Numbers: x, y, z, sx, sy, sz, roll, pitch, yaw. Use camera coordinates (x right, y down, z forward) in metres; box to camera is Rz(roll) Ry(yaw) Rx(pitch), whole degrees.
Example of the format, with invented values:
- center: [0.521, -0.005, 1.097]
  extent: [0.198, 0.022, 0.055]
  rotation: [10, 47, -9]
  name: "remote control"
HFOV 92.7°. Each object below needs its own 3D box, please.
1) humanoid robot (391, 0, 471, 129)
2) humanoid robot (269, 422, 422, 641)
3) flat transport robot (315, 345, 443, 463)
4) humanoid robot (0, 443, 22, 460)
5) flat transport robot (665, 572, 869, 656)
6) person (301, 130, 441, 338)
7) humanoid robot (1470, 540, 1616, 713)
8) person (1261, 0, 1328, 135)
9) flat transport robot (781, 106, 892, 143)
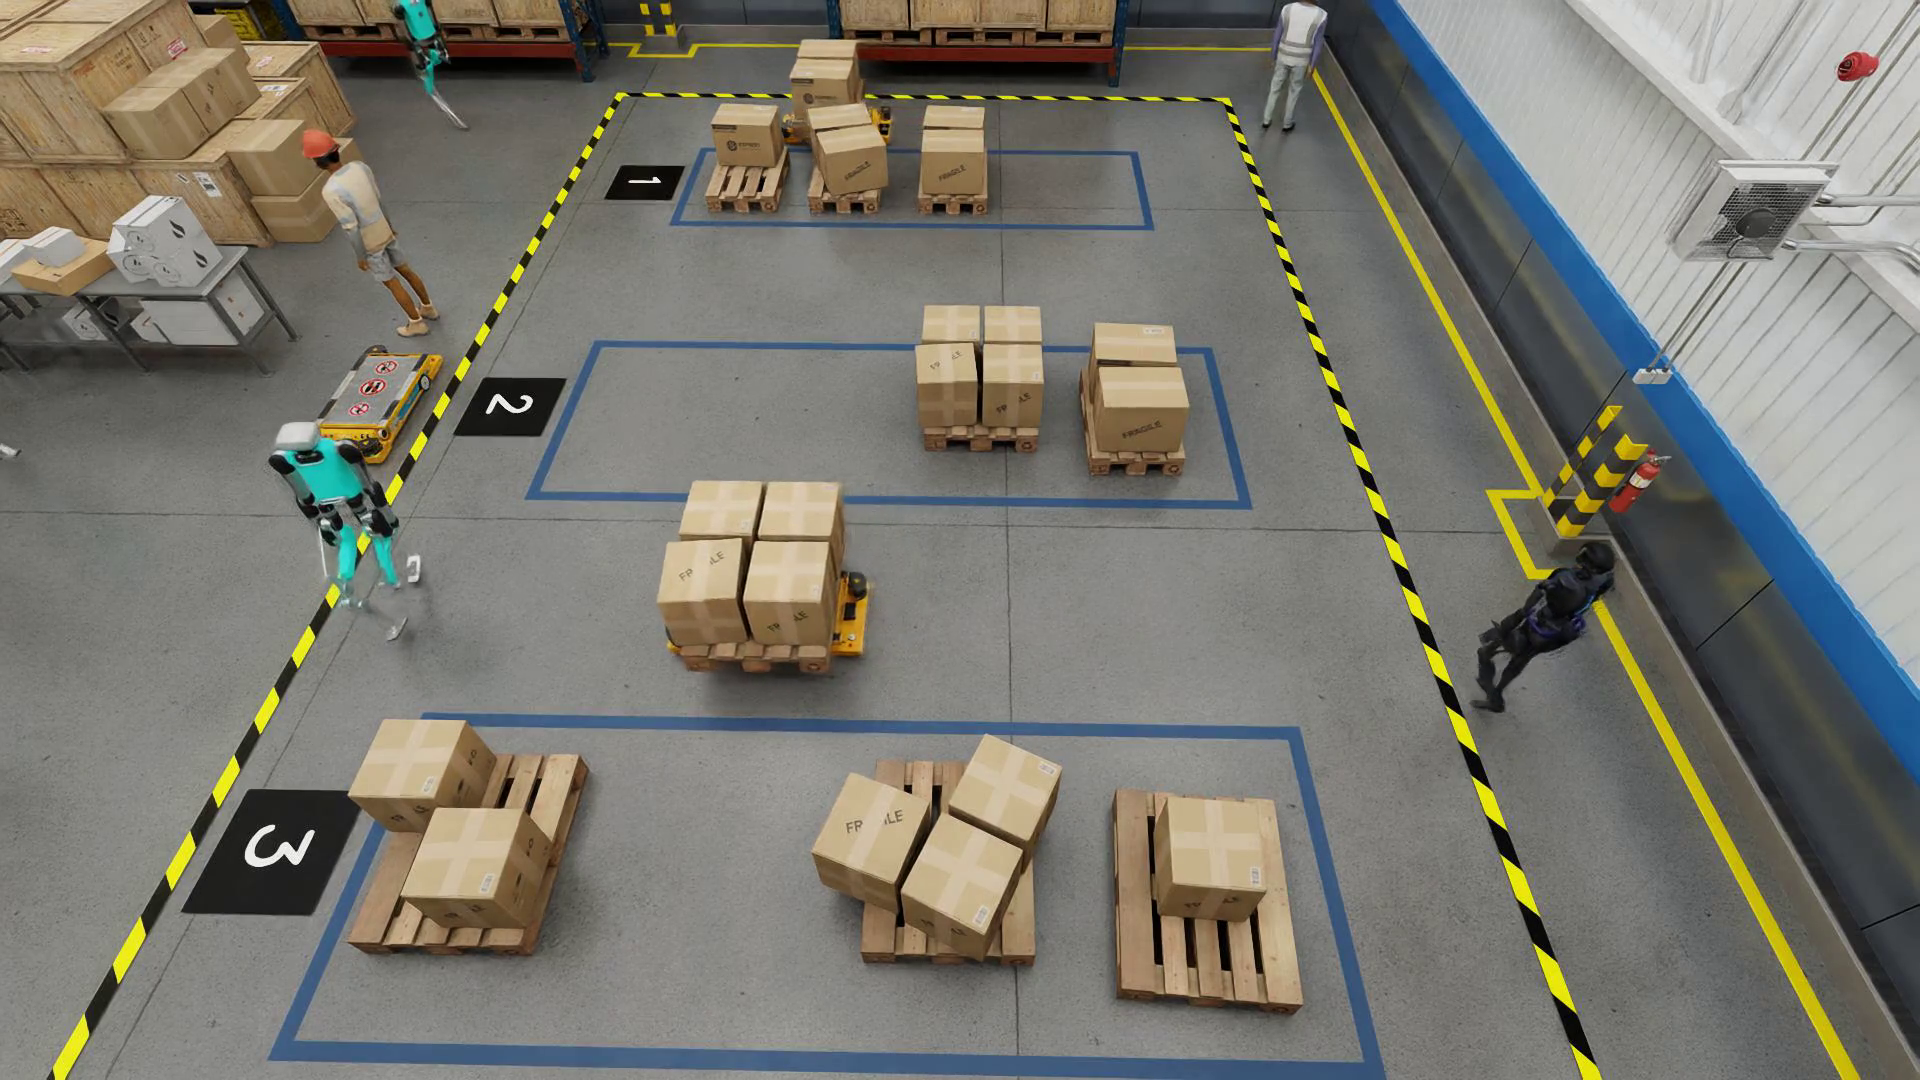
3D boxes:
- center: [-6.801, -6.131, 11.599]
  extent: [0.898, 1.772, 0.553]
  rotation: [21, 53, 17]
  name: "humanoid robot"
- center: [-4.230, 0.037, 6.405]
  extent: [0.540, 1.752, 1.047]
  rotation: [-11, 51, -10]
  name: "humanoid robot"
- center: [-5.383, -1.269, 8.441]
  extent: [0.659, 0.231, 1.431]
  rotation: [1, 50, 1]
  name: "flat transport robot"
- center: [-8.557, -1.310, 7.492]
  extent: [0.996, 1.716, 0.549]
  rotation: [9, 50, 8]
  name: "humanoid robot"
- center: [-1.430, 0.537, 6.895]
  extent: [1.431, 0.197, 0.652]
  rotation: [1, 50, 1]
  name: "flat transport robot"
- center: [-5.536, -2.835, 8.607]
  extent: [0.388, 2.039, 0.614]
  rotation: [4, 50, 3]
  name: "person"
- center: [3.770, 0.596, 5.936]
  extent: [0.602, 1.645, 0.396]
  rotation: [-8, 50, -6]
  name: "humanoid robot"
- center: [4.179, -6.035, 11.448]
  extent: [0.599, 1.829, 0.404]
  rotation: [23, 54, 18]
  name: "person"
- center: [-1.624, -5.421, 11.936]
  extent: [1.431, 0.197, 0.652]
  rotation: [1, 50, 1]
  name: "flat transport robot"
